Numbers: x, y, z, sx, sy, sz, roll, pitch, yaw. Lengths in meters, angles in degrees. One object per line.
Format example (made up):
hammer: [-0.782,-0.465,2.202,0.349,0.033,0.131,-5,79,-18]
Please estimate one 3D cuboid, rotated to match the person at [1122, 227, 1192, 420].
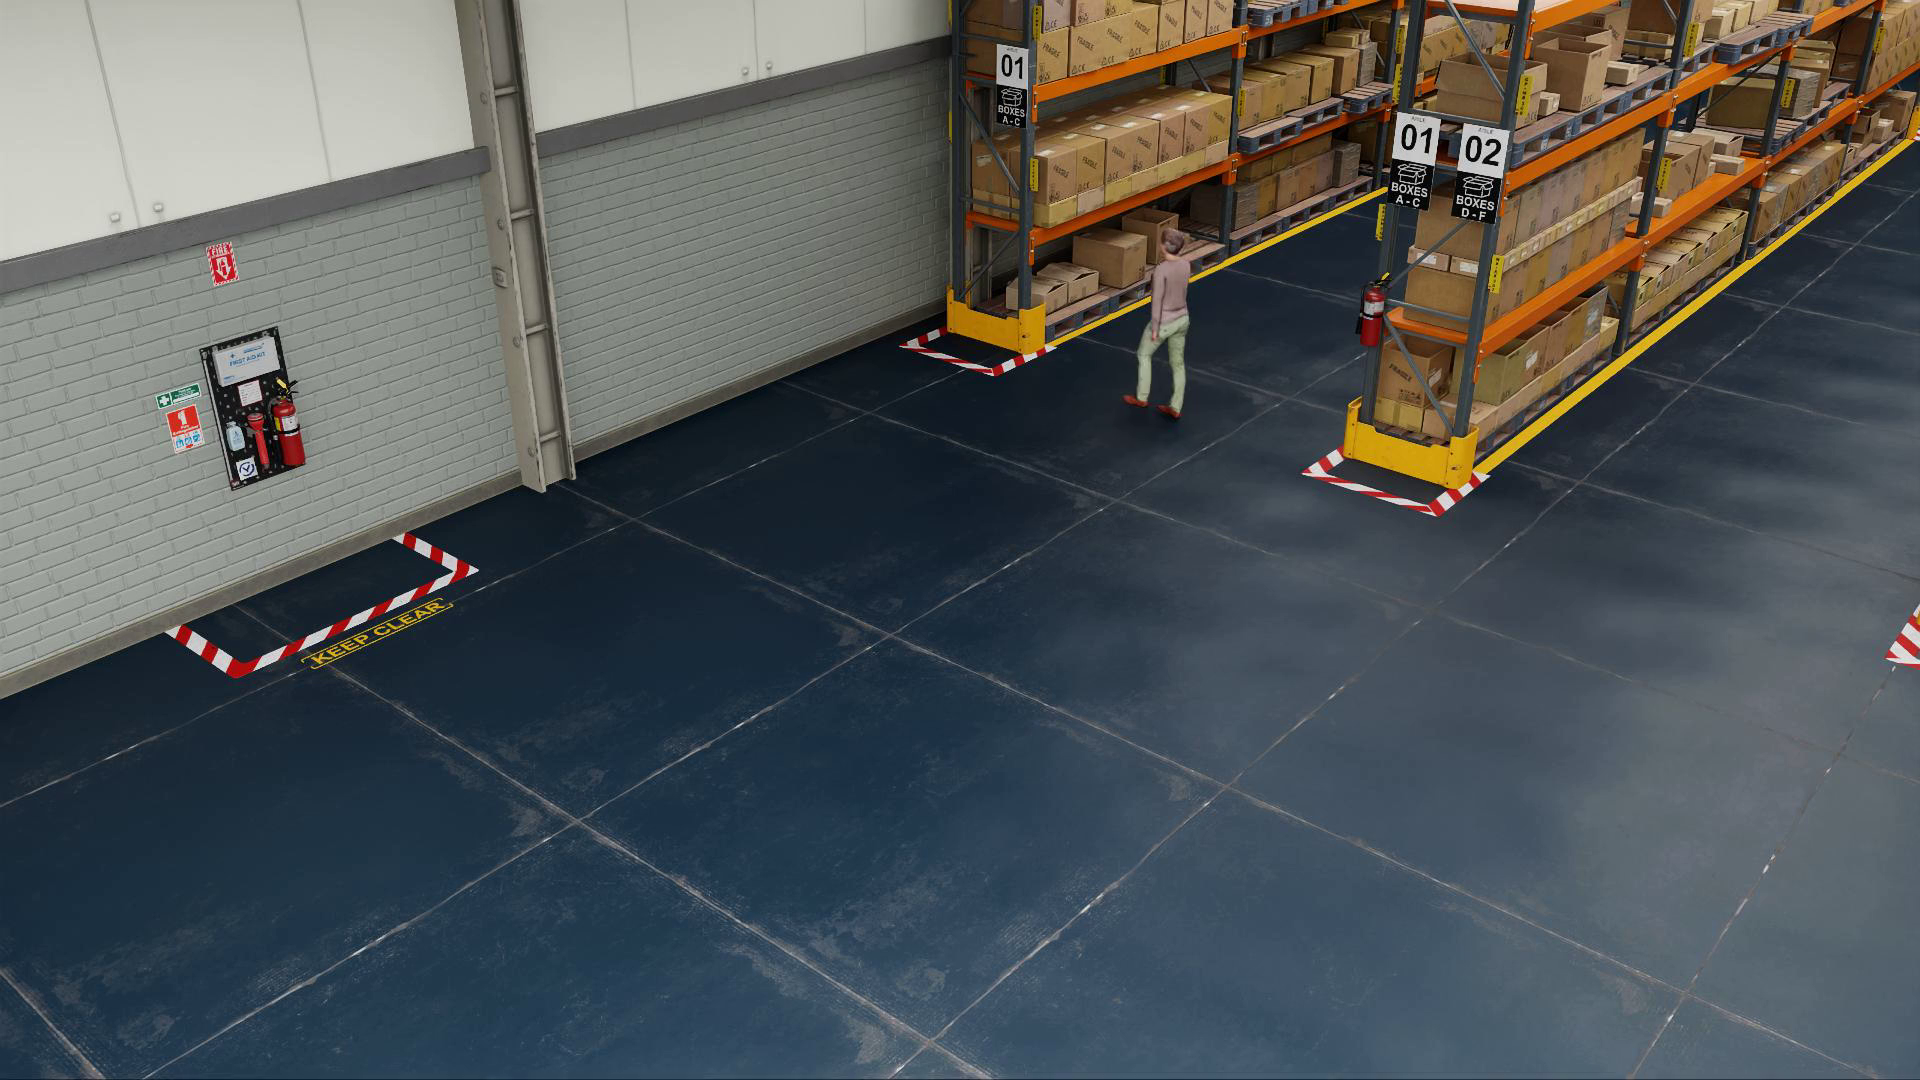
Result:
person: [2.058,-2.021,15.901,0.905,1.849,0.859,-20,34,-32]
